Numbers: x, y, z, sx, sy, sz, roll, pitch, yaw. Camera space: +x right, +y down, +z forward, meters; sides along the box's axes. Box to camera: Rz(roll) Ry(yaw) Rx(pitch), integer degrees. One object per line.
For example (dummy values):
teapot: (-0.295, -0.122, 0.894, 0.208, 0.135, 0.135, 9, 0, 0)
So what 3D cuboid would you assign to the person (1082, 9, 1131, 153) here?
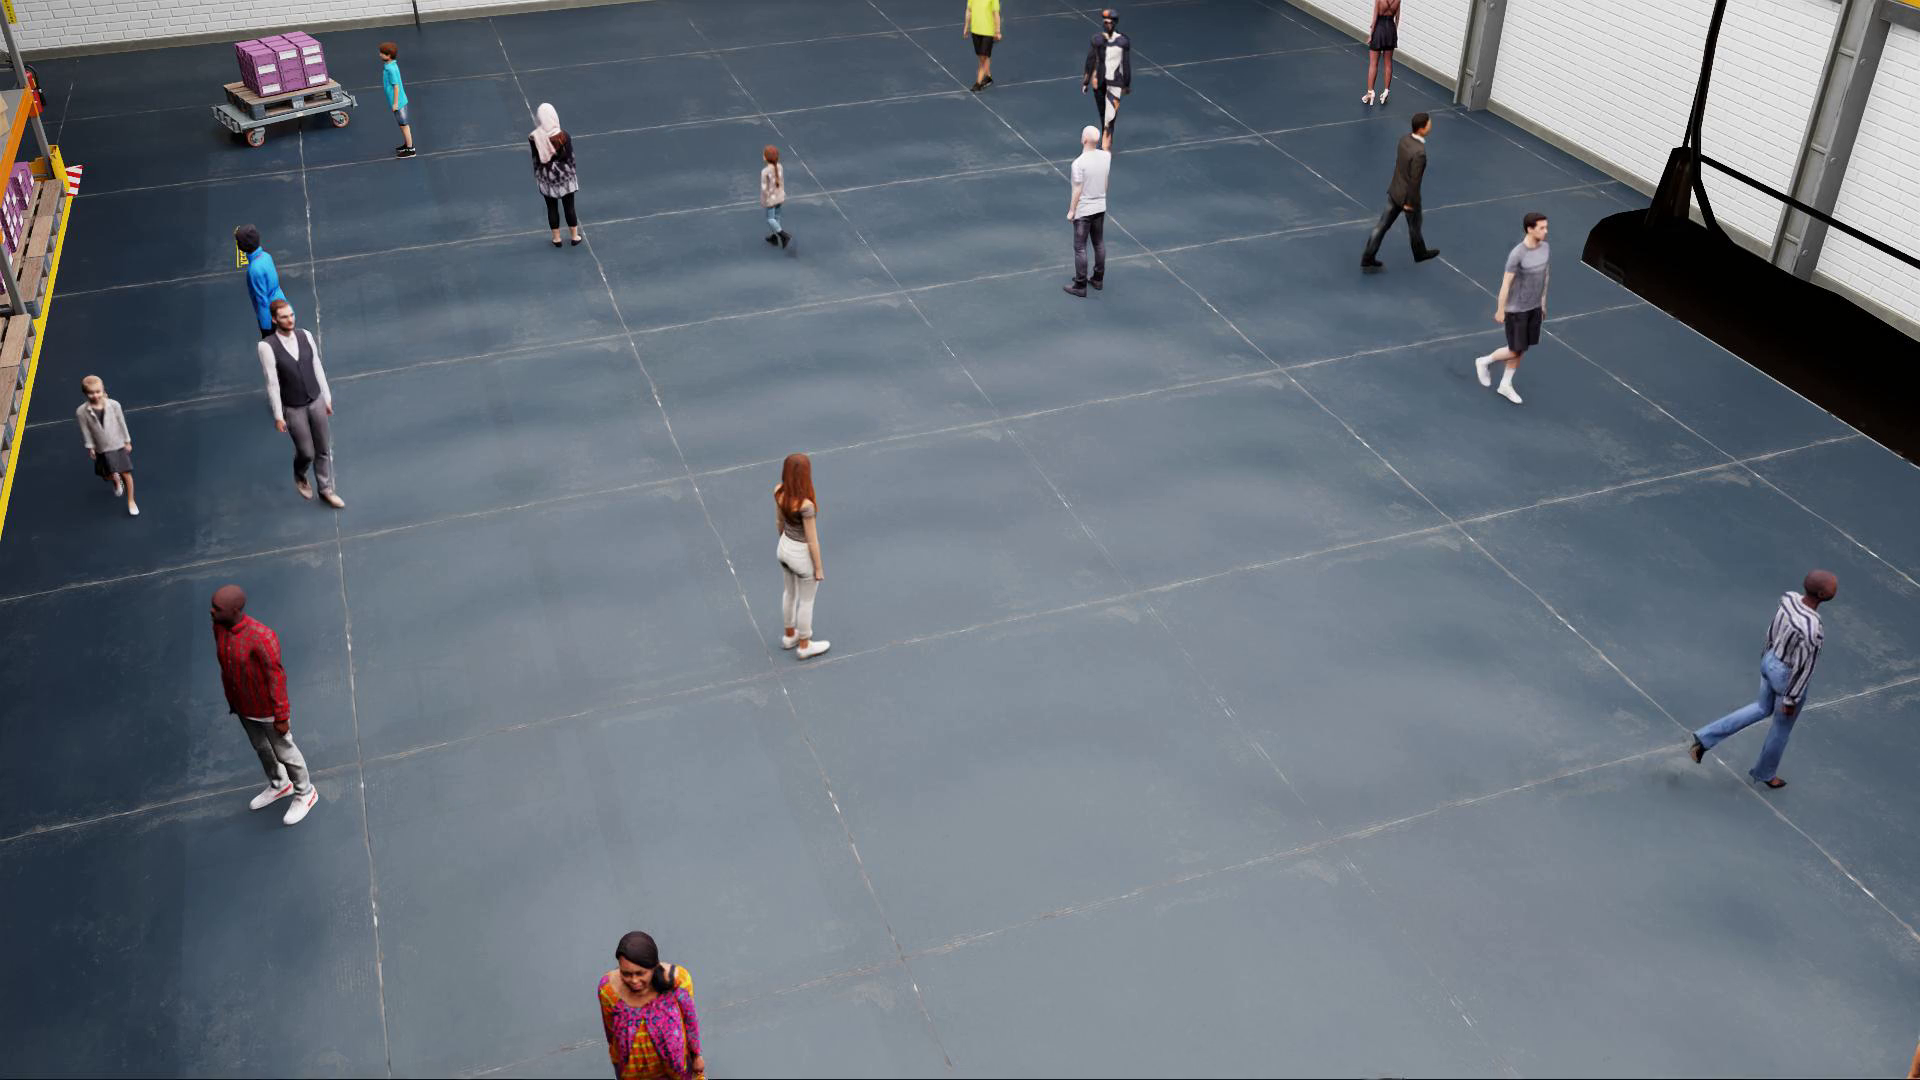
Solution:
person: (1.884, -5.746, 20.950, 1.202, 1.839, 1.307, 12, 35, 17)

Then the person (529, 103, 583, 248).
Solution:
person: (-4.525, -4.076, 18.626, 0.666, 1.630, 0.662, -6, 34, -9)

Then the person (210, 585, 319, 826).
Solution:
person: (-4.534, 1.029, 10.775, 0.726, 1.818, 0.807, 17, 37, 24)

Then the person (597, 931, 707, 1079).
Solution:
person: (-1.548, 2.582, 8.570, 0.754, 1.672, 1.038, -5, 34, -7)

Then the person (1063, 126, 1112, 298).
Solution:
person: (1.360, -3.478, 17.543, 0.733, 1.832, 0.703, -24, 41, -32)

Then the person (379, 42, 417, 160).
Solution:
person: (-7.121, -5.588, 21.064, 0.585, 1.448, 0.425, -10, 35, -14)

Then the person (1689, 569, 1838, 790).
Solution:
person: (5.321, 0.934, 10.951, 0.880, 1.780, 0.958, -1, 34, -1)

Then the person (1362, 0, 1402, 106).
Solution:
person: (5.756, -6.833, 22.630, 0.598, 1.788, 0.575, -6, 34, -10)

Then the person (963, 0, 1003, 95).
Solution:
person: (0.366, -7.125, 23.167, 1.020, 1.681, 1.028, 21, 39, 28)

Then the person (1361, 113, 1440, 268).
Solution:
person: (4.730, -3.736, 18.006, 0.742, 1.749, 1.087, -11, 35, -16)

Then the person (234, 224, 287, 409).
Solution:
person: (-6.396, -2.101, 15.503, 0.711, 1.797, 0.549, -4, 34, -5)

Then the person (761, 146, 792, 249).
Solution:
person: (-2.070, -3.830, 18.656, 0.654, 1.185, 0.795, -29, 43, -36)

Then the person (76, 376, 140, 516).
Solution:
person: (-7.210, -0.830, 14.071, 0.532, 1.266, 0.692, -14, 36, -20)

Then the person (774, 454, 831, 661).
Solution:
person: (-1.201, 0.122, 12.230, 0.722, 1.717, 0.595, -28, 43, -36)

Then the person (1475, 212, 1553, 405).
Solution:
person: (5.216, -2.218, 15.623, 0.747, 1.859, 0.876, -18, 38, -25)

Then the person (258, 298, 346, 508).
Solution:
person: (-5.583, -1.157, 13.969, 0.895, 1.922, 0.839, 23, 40, 31)
